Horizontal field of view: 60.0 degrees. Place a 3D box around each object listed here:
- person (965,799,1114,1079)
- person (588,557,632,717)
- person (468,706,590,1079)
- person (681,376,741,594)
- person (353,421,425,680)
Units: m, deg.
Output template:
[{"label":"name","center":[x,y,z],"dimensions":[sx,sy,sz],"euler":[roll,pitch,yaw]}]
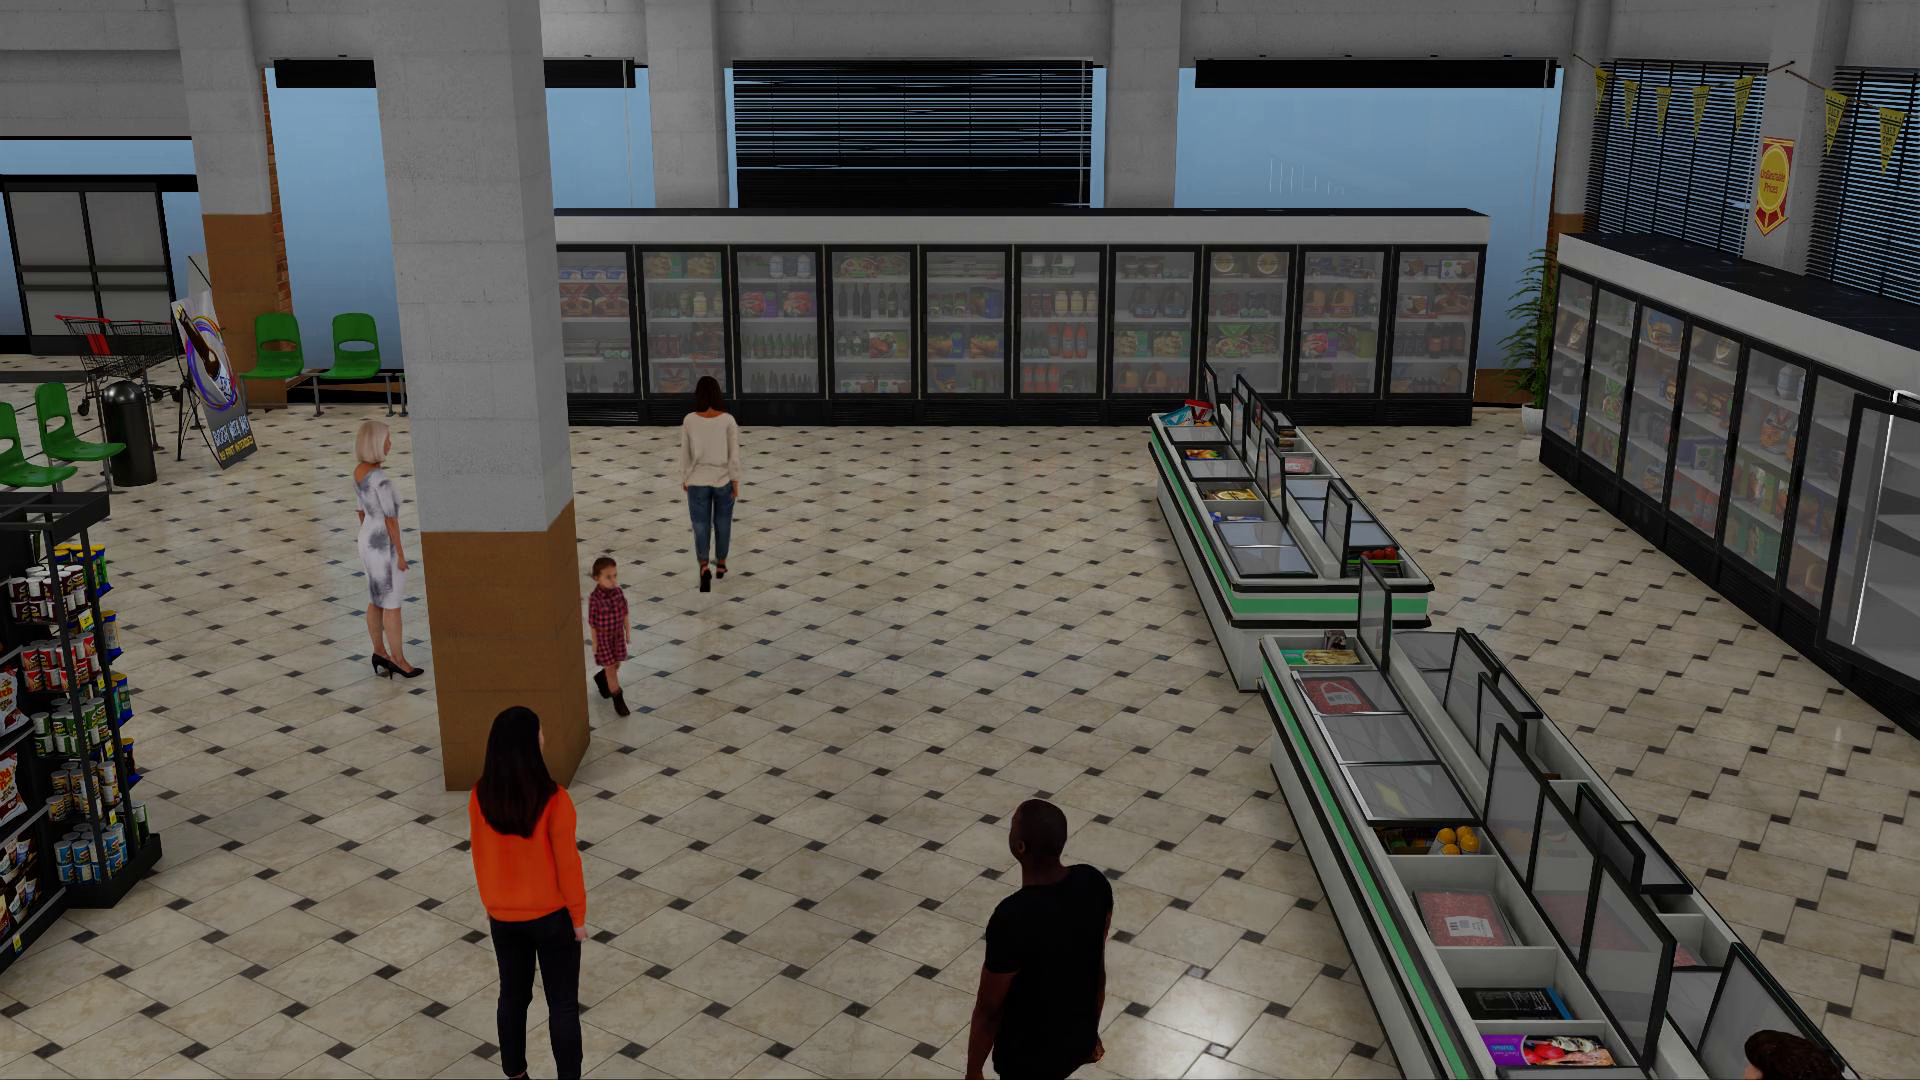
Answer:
[{"label":"person","center":[0.340,1.728,5.491],"dimensions":[0.847,1.809,0.907],"euler":[-16,23,-41]},{"label":"person","center":[-2.252,0.590,10.611],"dimensions":[0.655,1.011,0.736],"euler":[-14,22,-38]},{"label":"person","center":[-1.666,1.460,6.476],"dimensions":[0.689,1.748,0.664],"euler":[6,18,19]},{"label":"person","center":[-1.927,-0.400,12.769],"dimensions":[0.628,1.651,1.011],"euler":[-1,17,-2]},{"label":"person","center":[-3.851,0.065,11.070],"dimensions":[0.641,1.749,0.692],"euler":[15,22,40]}]
